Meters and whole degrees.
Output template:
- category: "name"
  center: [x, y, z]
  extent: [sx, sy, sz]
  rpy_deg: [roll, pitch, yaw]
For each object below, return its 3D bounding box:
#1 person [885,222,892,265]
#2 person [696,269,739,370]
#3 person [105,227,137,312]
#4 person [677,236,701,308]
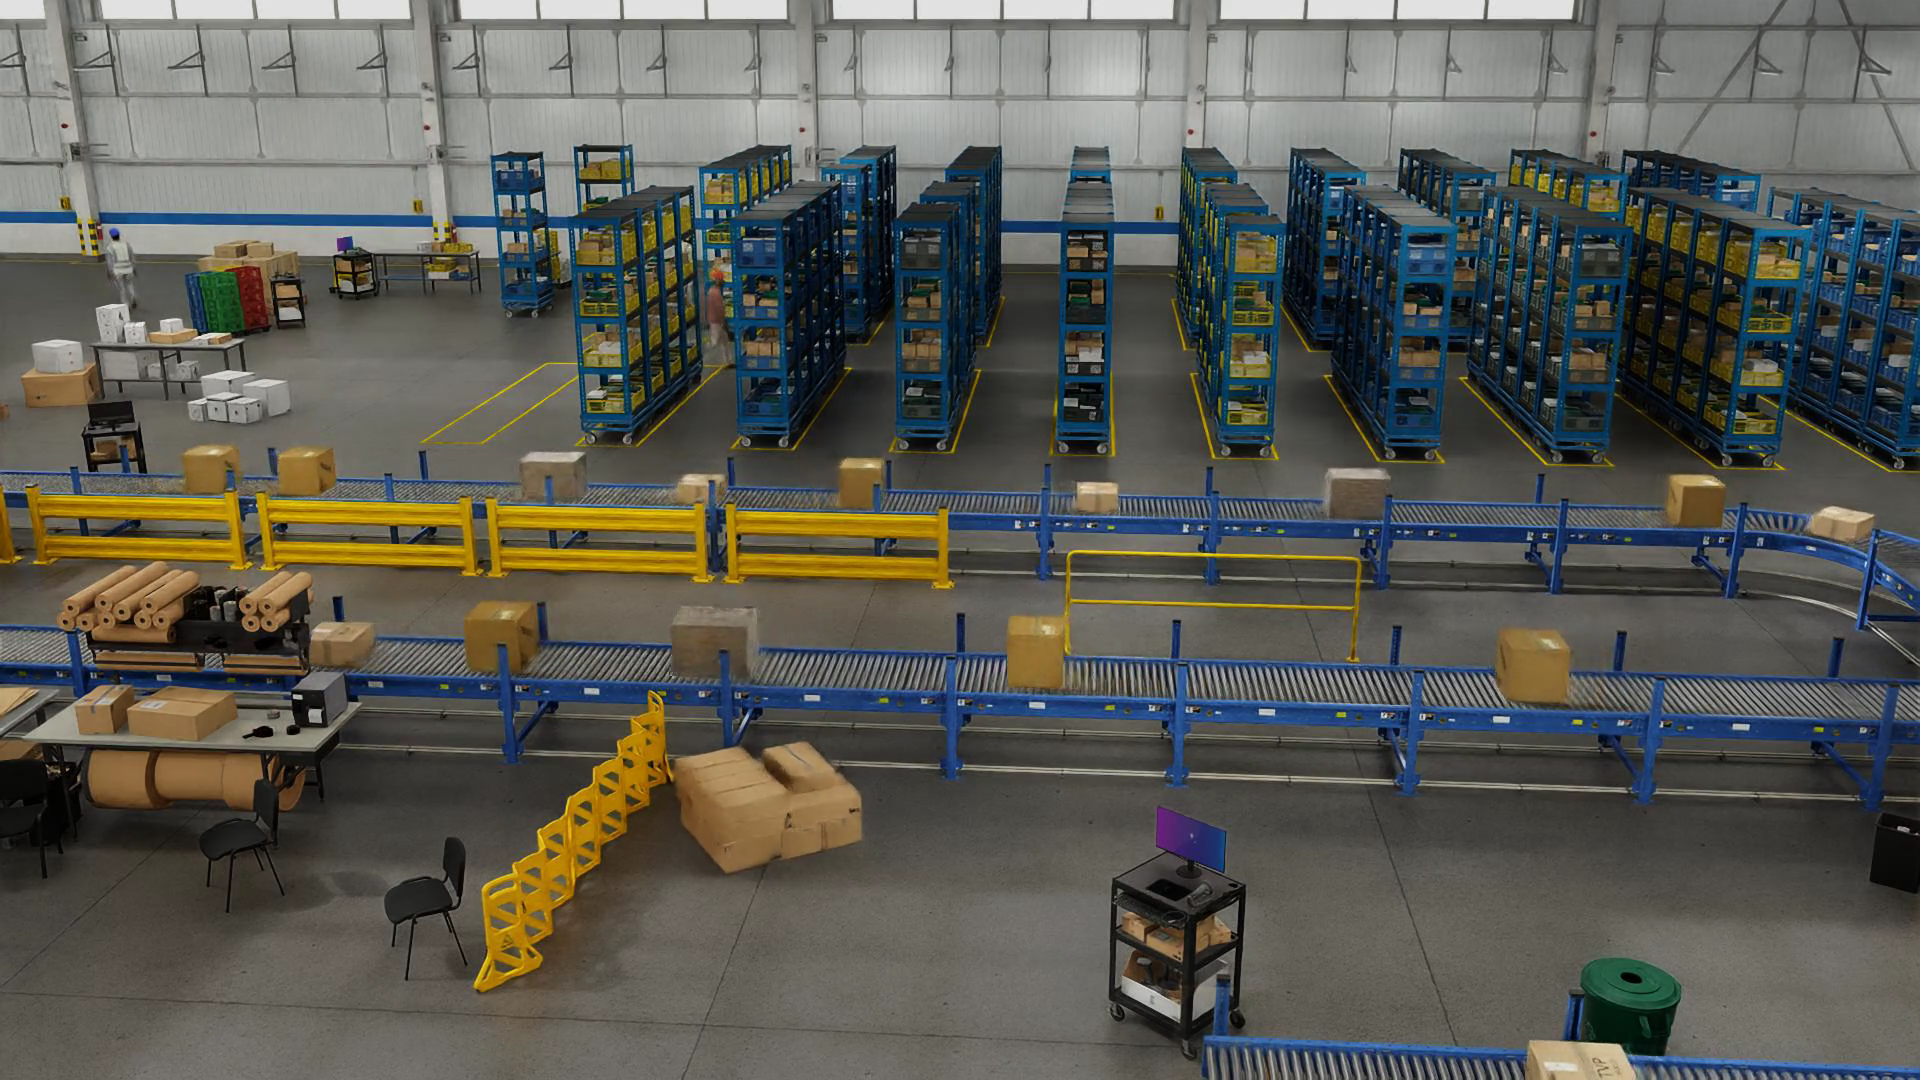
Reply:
- category: "person"
  center: [-1.938, -7.418, 42.089]
  extent: [0.564, 1.837, 0.394]
  rpy_deg: [-15, 23, -39]
- category: "person"
  center: [-4.699, -4.157, 31.558]
  extent: [0.947, 1.960, 0.605]
  rpy_deg: [-4, 18, -13]
- category: "person"
  center: [-19.120, -6.151, 37.908]
  extent: [0.446, 1.930, 0.648]
  rpy_deg: [15, 23, 40]
- category: "person"
  center: [-6.275, -6.241, 38.375]
  extent: [0.404, 1.825, 0.592]
  rpy_deg: [-17, 24, -42]
